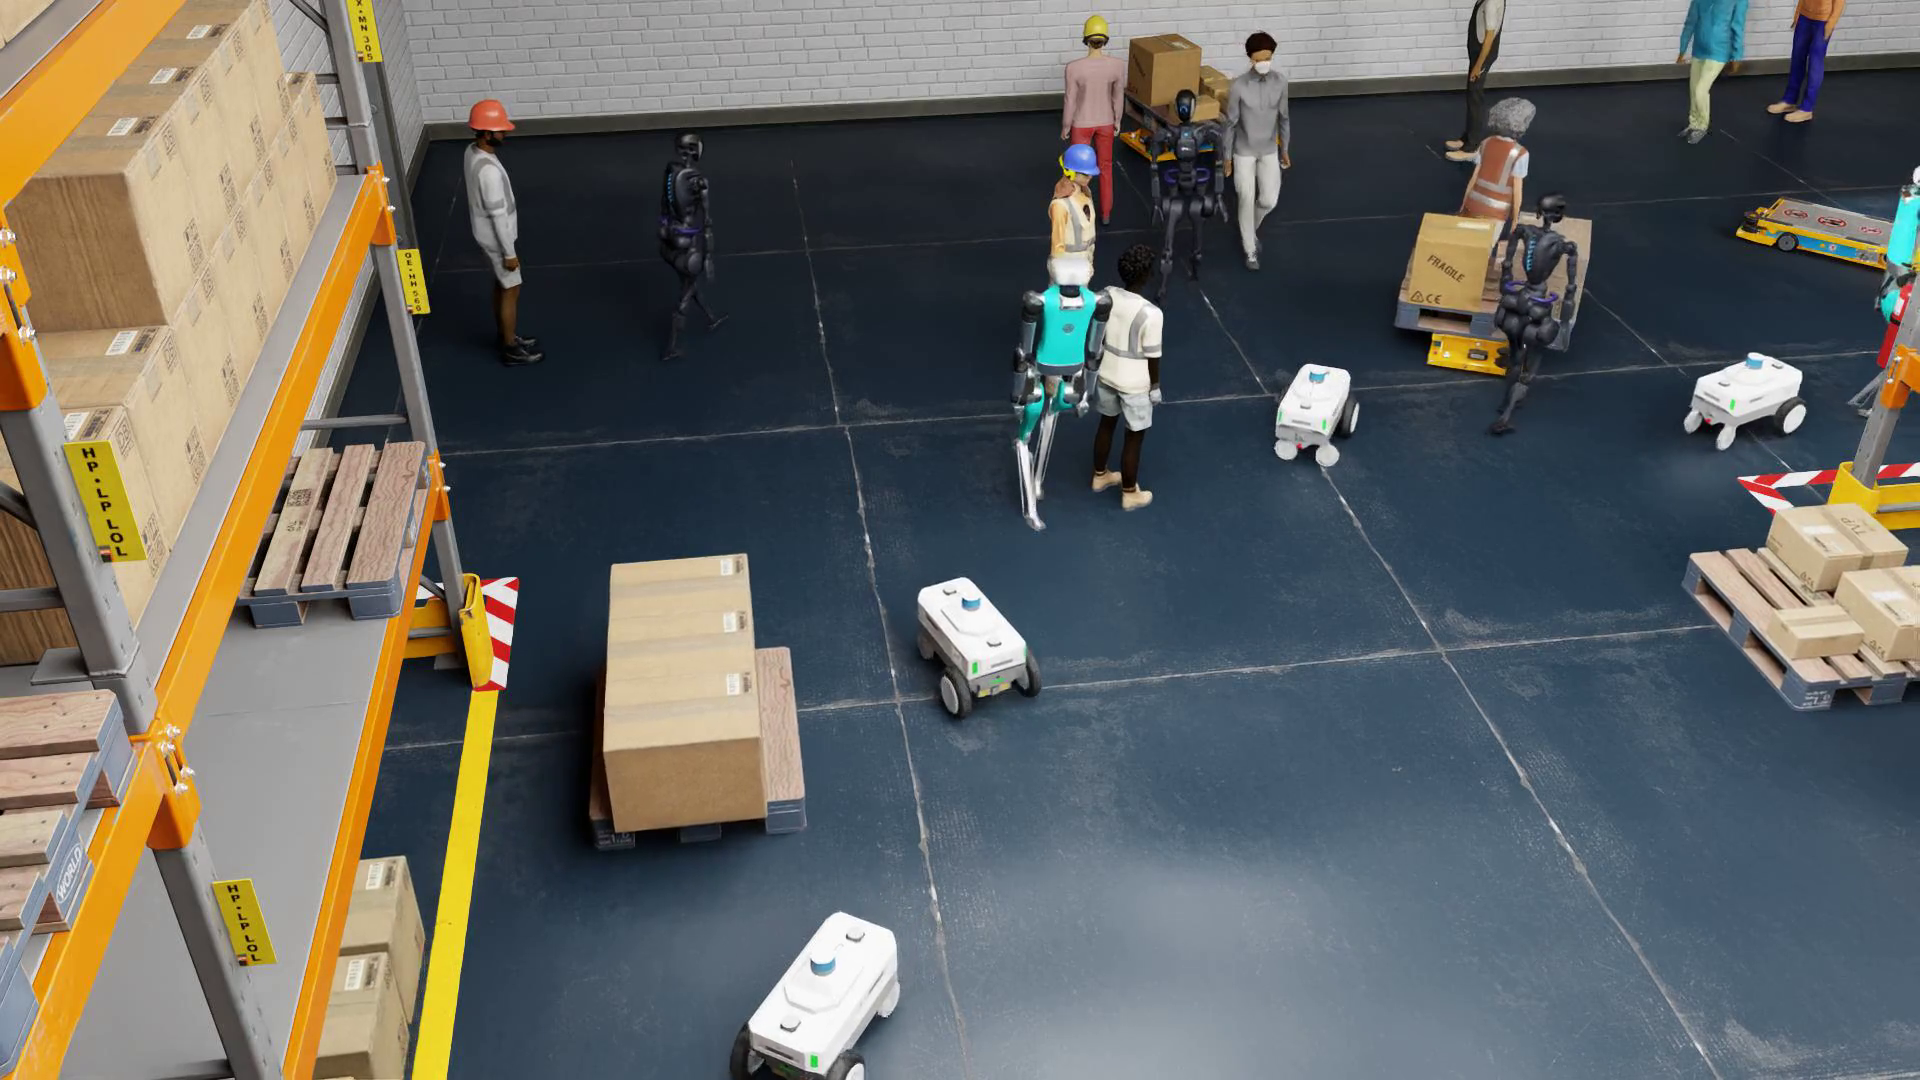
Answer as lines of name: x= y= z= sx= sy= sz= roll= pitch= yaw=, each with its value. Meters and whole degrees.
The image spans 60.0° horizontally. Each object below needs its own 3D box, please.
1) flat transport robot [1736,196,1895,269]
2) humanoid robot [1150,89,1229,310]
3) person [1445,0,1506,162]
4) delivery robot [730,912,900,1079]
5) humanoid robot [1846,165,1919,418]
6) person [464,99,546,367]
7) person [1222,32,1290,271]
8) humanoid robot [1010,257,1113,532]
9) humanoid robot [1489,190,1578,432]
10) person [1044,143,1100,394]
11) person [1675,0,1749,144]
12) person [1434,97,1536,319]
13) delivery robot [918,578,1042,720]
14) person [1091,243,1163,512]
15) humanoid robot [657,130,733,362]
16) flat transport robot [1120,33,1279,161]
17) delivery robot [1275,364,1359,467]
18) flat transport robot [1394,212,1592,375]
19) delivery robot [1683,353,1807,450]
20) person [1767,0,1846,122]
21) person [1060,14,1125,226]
flat transport robot: x=7.232 y=-2.497 z=13.678 sx=1.431 sy=0.231 sz=0.659 roll=23 pitch=40 yaw=31
humanoid robot: x=1.729 y=-2.585 z=12.553 sx=0.622 sy=1.641 sz=0.600 roll=4 pitch=33 yaw=6
person: x=4.709 y=-4.372 z=15.109 sx=0.331 sy=1.844 sz=0.515 roll=9 pitch=34 yaw=14
delivery robot: x=-0.546 y=1.868 z=6.697 sx=0.499 sy=0.560 sz=0.734 roll=15 pitch=36 yaw=22
humanoid robot: x=6.317 y=-1.547 z=10.895 sx=0.666 sy=1.816 sz=0.543 roll=6 pitch=34 yaw=10
person: x=-3.195 y=-2.127 z=11.602 sx=0.379 sy=1.926 sz=0.547 roll=-15 pitch=36 yaw=-22
person: x=2.327 y=-3.062 z=13.066 sx=0.567 sy=1.882 sz=0.441 roll=-5 pitch=33 yaw=-8
humanoid robot: x=0.531 y=-0.965 z=9.985 sx=0.563 sy=1.770 sz=0.820 roll=-6 pitch=34 yaw=-8
humanoid robot: x=3.728 y=-1.492 z=10.866 sx=0.591 sy=1.642 sz=0.586 roll=-24 pitch=40 yaw=-32
person: x=0.763 y=-1.823 z=11.267 sx=0.315 sy=1.776 sz=0.463 roll=18 pitch=37 yaw=25
person: x=6.983 y=-4.546 z=15.489 sx=0.514 sy=1.716 sz=0.595 roll=-17 pitch=37 yaw=-25
person: x=3.886 y=-2.441 z=12.339 sx=0.887 sy=1.632 sz=0.455 roll=-20 pitch=38 yaw=-27
delivery robot: x=0.060 y=0.524 z=8.770 sx=0.499 sy=0.575 sz=0.759 roll=-15 pitch=36 yaw=-22
person: x=1.010 y=-0.983 z=10.060 sx=0.320 sy=1.694 sz=0.534 roll=-23 pitch=39 yaw=-31
humanoid robot: x=-1.924 y=-2.120 z=11.843 sx=0.754 sy=1.622 sz=0.611 roll=-26 pitch=41 yaw=-34
flat transport robot: x=2.301 y=-3.860 z=15.768 sx=1.431 sy=0.231 sz=0.659 roll=-12 pitch=35 yaw=-18
delivery robot: x=2.336 y=-0.857 z=10.921 sx=0.524 sy=0.614 sz=0.786 roll=13 pitch=35 yaw=20
flat transport robot: x=3.882 y=-1.625 z=12.343 sx=0.659 sy=0.231 sz=1.431 roll=11 pitch=35 yaw=16
delivery robot: x=5.230 y=-0.957 z=11.062 sx=0.802 sy=0.600 sz=0.499 roll=-17 pitch=37 yaw=-24
person: x=8.260 y=-5.056 z=16.048 sx=0.400 sy=1.973 sz=0.516 roll=-11 pitch=35 yaw=-16
person: x=1.086 y=-3.444 z=13.760 sx=0.533 sy=1.767 sz=0.316 roll=-9 pitch=34 yaw=-14
